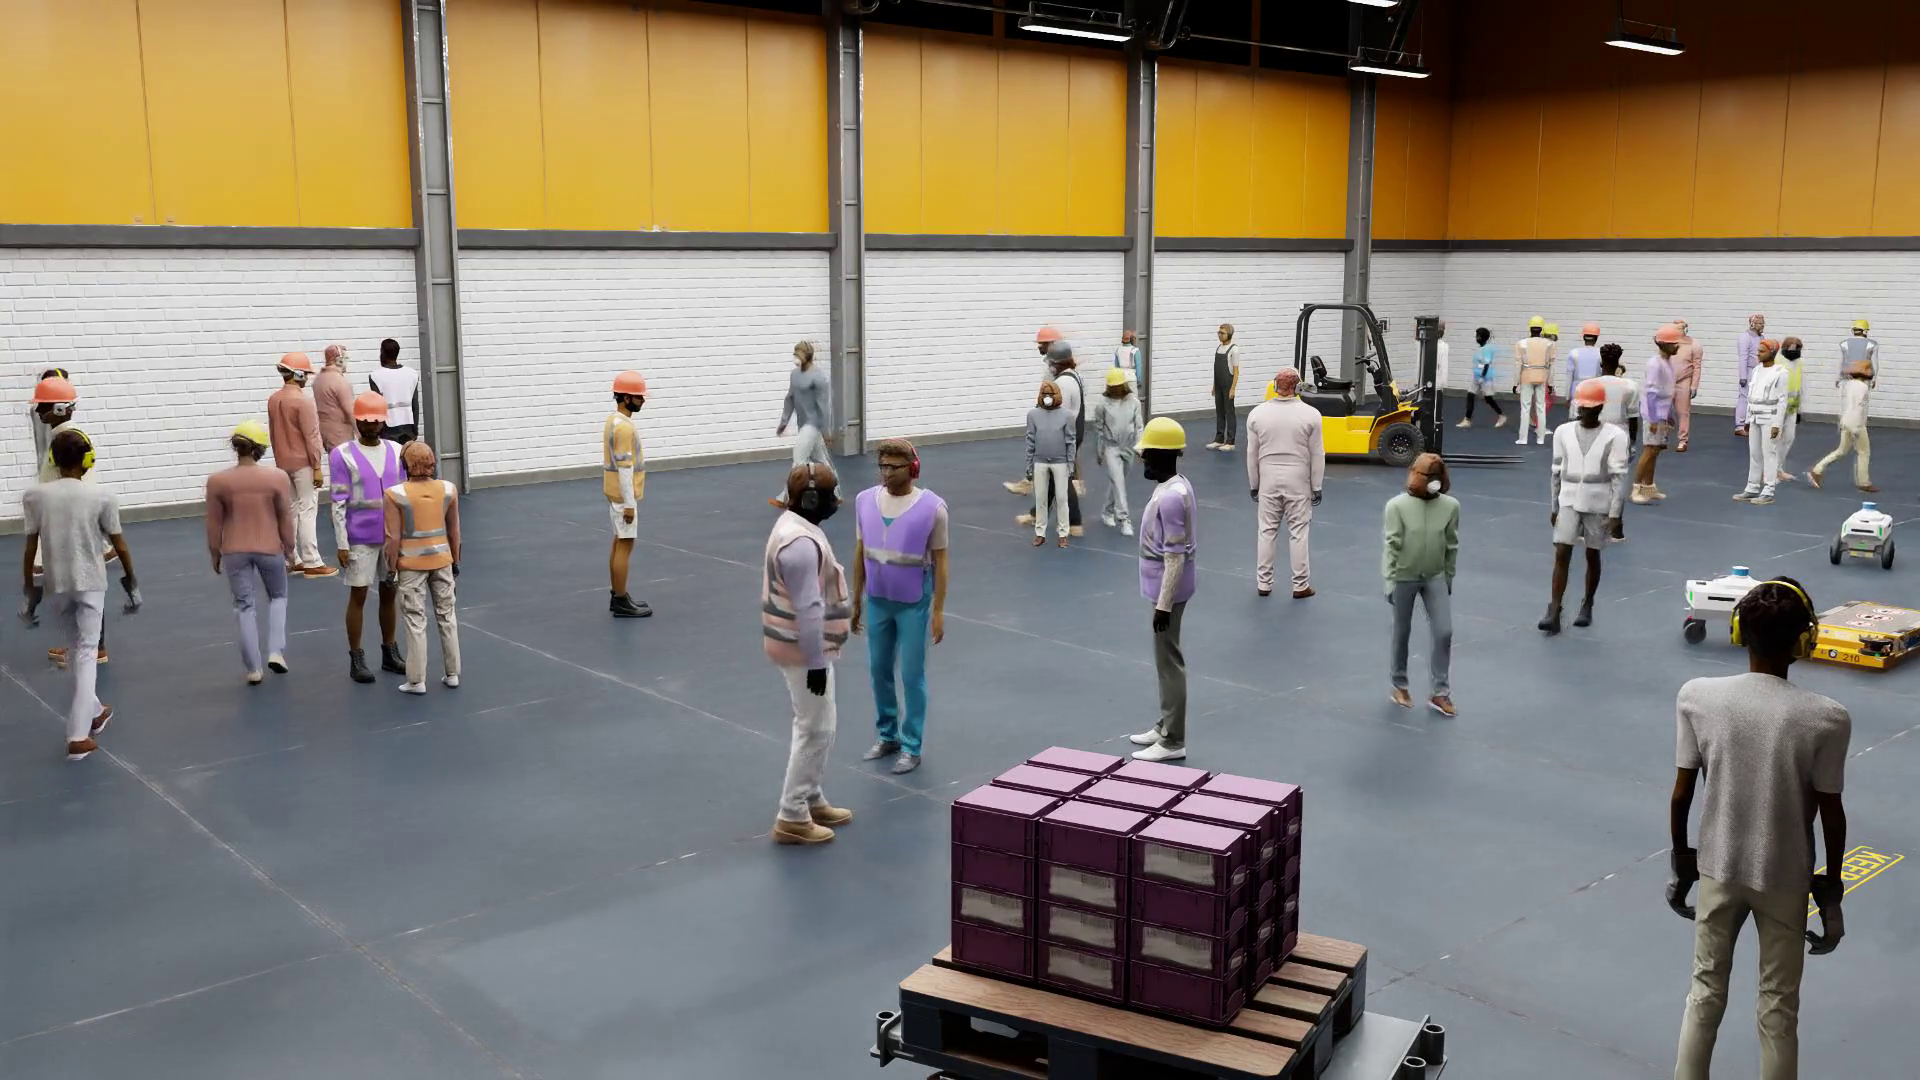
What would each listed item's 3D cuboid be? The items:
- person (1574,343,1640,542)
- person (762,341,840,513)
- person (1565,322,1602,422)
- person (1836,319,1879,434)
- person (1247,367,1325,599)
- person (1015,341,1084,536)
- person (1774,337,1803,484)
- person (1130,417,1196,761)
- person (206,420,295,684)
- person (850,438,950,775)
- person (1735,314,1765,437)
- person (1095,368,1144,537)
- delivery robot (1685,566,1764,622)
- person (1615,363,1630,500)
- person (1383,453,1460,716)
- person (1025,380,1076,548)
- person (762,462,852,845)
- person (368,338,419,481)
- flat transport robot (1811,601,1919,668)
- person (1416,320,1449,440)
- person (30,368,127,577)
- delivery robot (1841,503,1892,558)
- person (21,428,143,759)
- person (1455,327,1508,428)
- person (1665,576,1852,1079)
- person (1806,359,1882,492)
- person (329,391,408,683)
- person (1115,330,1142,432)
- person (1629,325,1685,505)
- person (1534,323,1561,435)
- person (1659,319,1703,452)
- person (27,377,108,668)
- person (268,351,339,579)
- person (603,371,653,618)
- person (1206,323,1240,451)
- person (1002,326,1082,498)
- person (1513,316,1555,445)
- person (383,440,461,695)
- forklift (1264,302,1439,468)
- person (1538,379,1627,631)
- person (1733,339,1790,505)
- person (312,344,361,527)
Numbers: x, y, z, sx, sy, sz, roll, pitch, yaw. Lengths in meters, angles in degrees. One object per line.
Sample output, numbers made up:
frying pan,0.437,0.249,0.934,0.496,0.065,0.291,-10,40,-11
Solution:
person,6.362,-0.956,16.398,0.603,1.966,0.372,3,10,19
person,-1.737,-1.232,18.272,1.038,1.881,0.641,-5,11,-28
person,8.417,-1.954,22.327,0.551,1.935,0.372,5,11,25
person,14.142,-2.566,26.235,0.588,1.827,0.404,7,12,34
person,2.689,-0.468,13.719,0.642,1.909,0.410,4,11,23
person,0.934,-1.084,16.933,0.767,2.000,0.728,2,10,13
person,10.216,-1.609,20.697,0.675,1.816,0.442,-6,11,-30
person,1.133,0.274,9.309,0.367,1.927,0.594,1,10,5
person,-4.669,0.081,10.974,0.543,1.734,0.397,-3,10,-17
person,-0.346,0.360,9.142,0.591,1.843,0.500,5,11,28
person,12.434,-2.578,26.071,0.653,1.906,0.408,-8,12,-38
person,1.604,-0.929,17.046,0.486,1.690,0.903,-3,10,-15
delivery robot,5.666,0.436,12.103,0.707,0.478,0.477,4,11,22
person,7.473,-1.252,19.207,0.523,1.601,0.548,-3,10,-15
person,2.844,0.276,10.215,0.513,1.612,0.641,-1,10,-5
person,0.875,-0.734,16.101,0.502,1.626,0.279,3,10,17
person,-0.733,0.539,8.029,0.429,1.834,0.652,-1,10,-4
person,-6.172,-1.241,18.201,0.387,1.921,0.594,7,12,36
flat transport robot,6.519,0.658,11.905,1.431,0.197,0.652,-9,13,-43
person,7.070,-2.364,24.915,0.458,1.869,0.602,-6,11,-31
person,-8.006,-0.620,14.873,0.515,1.822,0.969,3,10,18
delivery robot,8.314,-0.100,15.242,0.477,0.478,0.707,7,12,34
person,-5.021,0.276,9.564,0.553,1.829,0.897,-1,10,-6
person,8.588,-2.648,27.196,0.801,1.664,0.532,-2,10,-11
person,2.410,1.032,5.043,0.513,1.872,0.328,8,12,39
person,10.641,-1.374,19.929,0.764,1.608,0.511,1,10,9
person,-3.882,-0.028,11.059,0.374,1.934,0.548,9,13,42
person,2.684,-2.527,26.557,0.514,1.639,0.310,9,13,43
person,7.982,-1.420,18.937,0.444,2.038,0.729,7,12,36
person,9.282,-2.533,26.222,0.386,1.752,0.555,2,10,13
person,10.341,-2.231,24.037,0.409,1.907,0.651,-9,13,-43
person,-6.135,-0.125,11.454,0.377,1.995,0.608,-7,12,-35
person,-5.786,-0.657,14.579,0.608,1.990,0.385,7,12,34
person,-2.584,-0.355,12.996,0.380,1.929,0.540,-3,10,-18
person,3.834,-2.214,24.116,0.345,1.847,0.508,-5,11,-29
person,0.968,-1.475,19.312,0.996,1.999,0.633,2,10,10
person,8.540,-2.369,24.788,0.594,1.925,0.378,1,10,3
person,-3.452,0.179,10.711,0.523,1.639,0.306,-9,13,-44
forklift,5.320,-2.157,22.763,2.313,2.155,1.214,3,10,16
person,4.643,-0.241,12.402,0.560,1.894,0.919,6,12,33
person,9.140,-1.345,18.924,0.354,1.883,0.573,-2,10,-11
person,-6.440,-1.083,17.327,0.433,1.900,0.661,-8,13,-40
